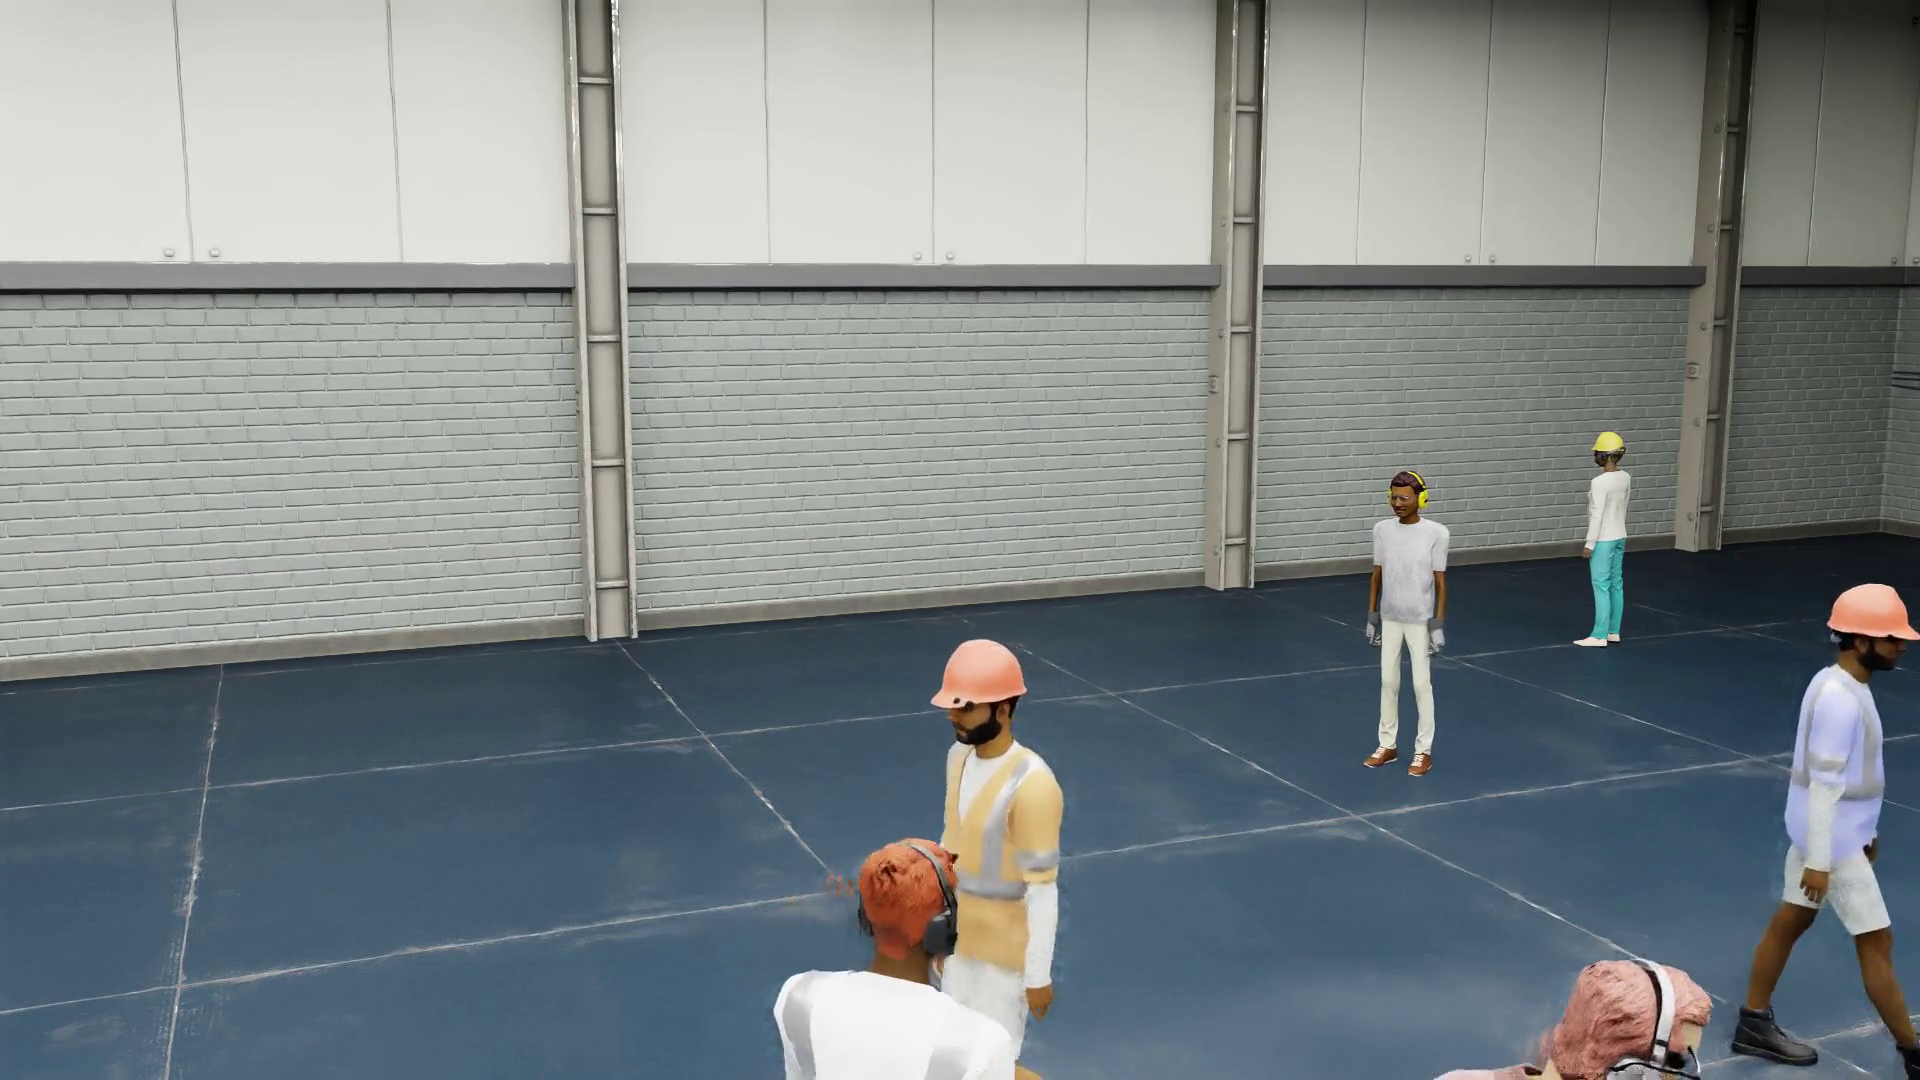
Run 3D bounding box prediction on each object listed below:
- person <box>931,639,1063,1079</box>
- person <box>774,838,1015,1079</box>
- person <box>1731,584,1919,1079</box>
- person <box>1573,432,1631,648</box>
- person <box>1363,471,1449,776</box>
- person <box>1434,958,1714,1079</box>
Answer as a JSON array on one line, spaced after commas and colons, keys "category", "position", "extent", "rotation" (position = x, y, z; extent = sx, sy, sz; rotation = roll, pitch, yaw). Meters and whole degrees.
[{"category": "person", "position": [0.141, 1.245, 5.270], "extent": [0.553, 1.920, 0.549], "rotation": [-5, 10, -27]}, {"category": "person", "position": [-0.092, 1.534, 3.702], "extent": [0.580, 1.848, 0.917], "rotation": [4, 10, 23]}, {"category": "person", "position": [3.408, 1.109, 6.193], "extent": [0.930, 1.896, 0.569], "rotation": [4, 10, 25]}, {"category": "person", "position": [5.258, 0.000, 13.575], "extent": [0.524, 1.769, 0.308], "rotation": [-8, 12, -42]}, {"category": "person", "position": [2.718, 0.501, 10.149], "extent": [0.509, 1.862, 0.312], "rotation": [7, 11, 38]}, {"category": "person", "position": [1.127, 1.631, 3.037], "extent": [0.661, 1.866, 0.671], "rotation": [-6, 11, -34]}]
